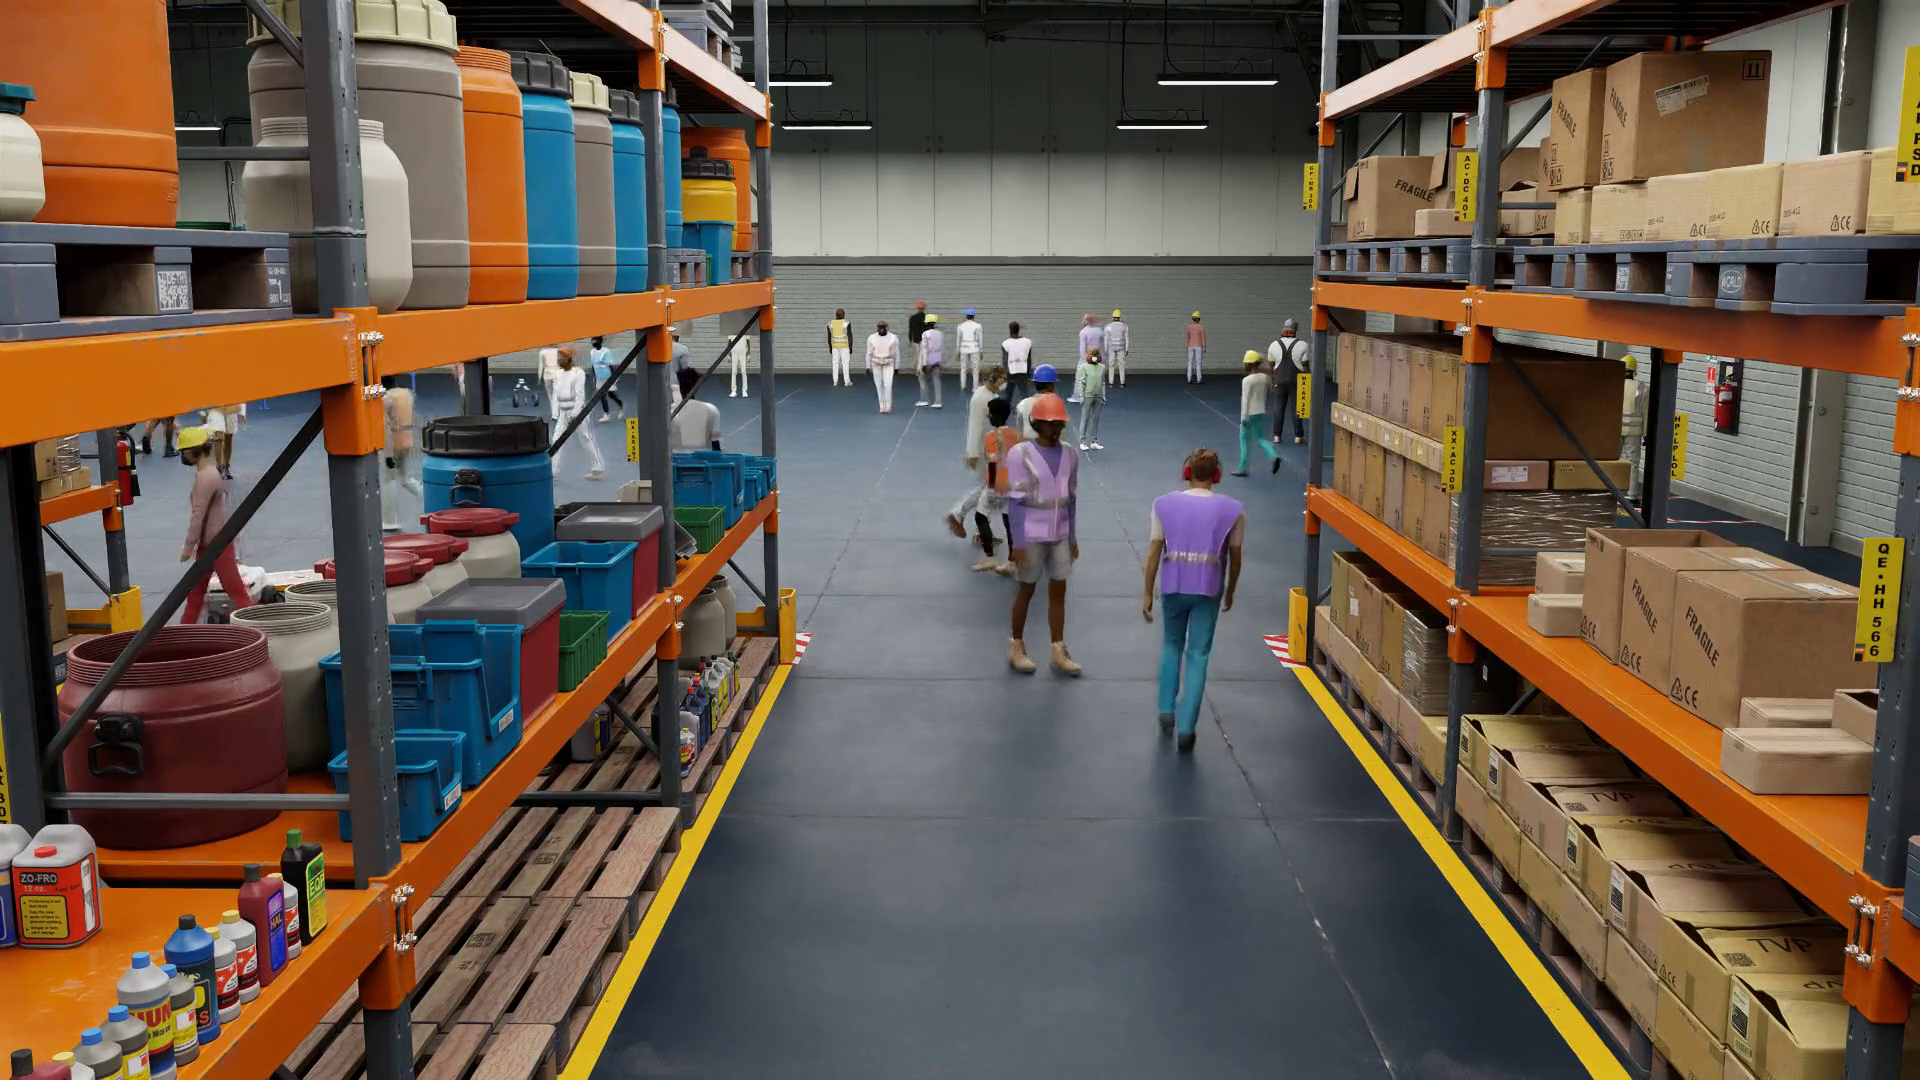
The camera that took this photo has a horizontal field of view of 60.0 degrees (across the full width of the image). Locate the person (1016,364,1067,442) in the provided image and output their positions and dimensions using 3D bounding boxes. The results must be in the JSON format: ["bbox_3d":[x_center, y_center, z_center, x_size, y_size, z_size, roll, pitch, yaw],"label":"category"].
[{"bbox_3d":[0.825,-0.773,16.552,0.612,1.947,0.388,9,13,43],"label":"person"}]

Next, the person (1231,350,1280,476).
[{"bbox_3d":[4.075,-1.736,22.891,0.534,1.747,0.655,-8,12,-40],"label":"person"}]

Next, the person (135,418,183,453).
[{"bbox_3d":[-12.622,-2.329,26.152,0.945,1.867,0.657,-9,13,-42],"label":"person"}]

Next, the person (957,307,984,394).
[{"bbox_3d":[0.242,-4.272,37.514,0.614,1.945,0.404,3,10,17],"label":"person"}]

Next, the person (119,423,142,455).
[{"bbox_3d":[-12.817,-2.251,25.481,0.560,1.919,0.466,6,11,34],"label":"person"}]

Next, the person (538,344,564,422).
[{"bbox_3d":[-7.616,-3.027,31.170,0.538,1.576,0.945,0,9,3],"label":"person"}]

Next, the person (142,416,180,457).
[{"bbox_3d":[-12.123,-2.192,25.198,0.579,1.903,0.721,1,10,7],"label":"person"}]

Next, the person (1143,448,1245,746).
[{"bbox_3d":[1.457,0.331,10.340,0.589,1.806,0.762,2,10,14],"label":"person"}]

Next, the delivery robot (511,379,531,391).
[{"bbox_3d":[-9.054,-3.207,34.366,0.335,0.223,0.698,-5,11,-30],"label":"delivery robot"}]

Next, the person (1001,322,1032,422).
[{"bbox_3d":[1.026,-3.045,30.425,0.612,1.863,1.019,-3,10,-16],"label":"person"}]

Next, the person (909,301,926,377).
[{"bbox_3d":[-1.000,-5.191,43.028,0.630,1.953,1.027,3,10,16],"label":"person"}]

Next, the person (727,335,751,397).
[{"bbox_3d":[-4.866,-4.078,36.603,0.536,1.862,0.314,0,9,0],"label":"person"}]

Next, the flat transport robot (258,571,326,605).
[{"bbox_3d":[-5.731,0.410,14.607,1.431,0.197,0.652,-6,11,-31],"label":"flat transport robot"}]

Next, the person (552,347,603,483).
[{"bbox_3d":[-5.248,-1.685,22.391,0.592,1.827,1.042,6,11,33],"label":"person"}]

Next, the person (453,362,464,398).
[{"bbox_3d":[-8.719,-2.932,29.678,0.648,1.887,0.600,-1,9,-3],"label":"person"}]

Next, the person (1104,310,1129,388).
[{"bbox_3d":[3.716,-4.539,39.453,0.586,1.835,0.404,1,10,6],"label":"person"}]

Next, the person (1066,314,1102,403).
[{"bbox_3d":[2.634,-3.779,34.808,0.659,1.870,0.905,-8,12,-39],"label":"person"}]

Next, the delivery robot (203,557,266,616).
[{"bbox_3d":[-5.953,0.382,13.645,0.477,0.478,0.707,-2,10,-9],"label":"delivery robot"}]

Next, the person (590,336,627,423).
[{"bbox_3d":[-6.532,-3.027,30.934,0.581,1.659,0.640,8,12,40],"label":"person"}]

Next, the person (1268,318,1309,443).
[{"bbox_3d":[5.431,-2.607,27.390,0.672,2.000,0.536,4,10,23],"label":"person"}]

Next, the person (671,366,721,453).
[{"bbox_3d":[-2.635,-0.711,16.189,0.606,1.951,0.411,-5,10,-25],"label":"person"}]

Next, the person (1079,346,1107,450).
[{"bbox_3d":[2.102,-2.244,26.304,0.503,1.631,0.282,-6,11,-31],"label":"person"}]

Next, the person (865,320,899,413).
[{"bbox_3d":[-1.537,-3.375,32.543,0.646,1.808,0.830,1,10,4],"label":"person"}]

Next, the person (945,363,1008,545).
[{"bbox_3d":[0.210,-0.899,17.444,0.551,1.904,0.706,3,10,20],"label":"person"}]

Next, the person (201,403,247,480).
[{"bbox_3d":[-9.966,-1.750,22.543,0.552,1.898,0.756,-7,12,-35],"label":"person"}]

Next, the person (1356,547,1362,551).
[{"bbox_3d":[3.382,-0.294,13.480,0.494,2.012,0.648,1,10,5],"label":"person"}]

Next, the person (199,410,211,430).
[{"bbox_3d":[-13.287,-2.861,29.326,0.436,1.858,0.551,1,10,7],"label":"person"}]

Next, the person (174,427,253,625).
[{"bbox_3d":[-5.682,0.030,12.416,0.853,1.721,0.511,-5,11,-25],"label":"person"}]

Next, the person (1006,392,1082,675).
[{"bbox_3d":[0.610,-0.051,11.983,0.616,2.042,0.415,-6,11,-31],"label":"person"}]

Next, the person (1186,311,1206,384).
[{"bbox_3d":[5.749,-4.684,40.515,0.525,1.772,0.309,6,11,33],"label":"person"}]

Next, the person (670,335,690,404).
[{"bbox_3d":[-4.628,-2.490,26.863,0.629,1.940,0.379,4,10,23],"label":"person"}]

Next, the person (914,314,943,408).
[{"bbox_3d":[-0.642,-3.641,33.870,0.751,1.898,0.611,9,13,43],"label":"person"}]

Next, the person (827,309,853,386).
[{"bbox_3d":[-2.861,-4.630,39.973,0.620,1.845,0.430,3,10,16],"label":"person"}]

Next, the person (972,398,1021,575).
[{"bbox_3d":[0.333,-0.503,15.760,0.569,1.664,0.548,6,11,33],"label":"person"}]

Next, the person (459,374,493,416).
[{"bbox_3d":[-6.430,-1.615,22.038,0.526,1.807,0.949,2,10,14],"label":"person"}]

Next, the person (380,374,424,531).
[{"bbox_3d":[-6.137,-1.037,18.282,0.717,1.901,0.583,4,10,21],"label":"person"}]

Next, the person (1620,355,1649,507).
[{"bbox_3d":[8.063,-1.323,20.186,0.588,1.835,0.403,5,11,27],"label":"person"}]
